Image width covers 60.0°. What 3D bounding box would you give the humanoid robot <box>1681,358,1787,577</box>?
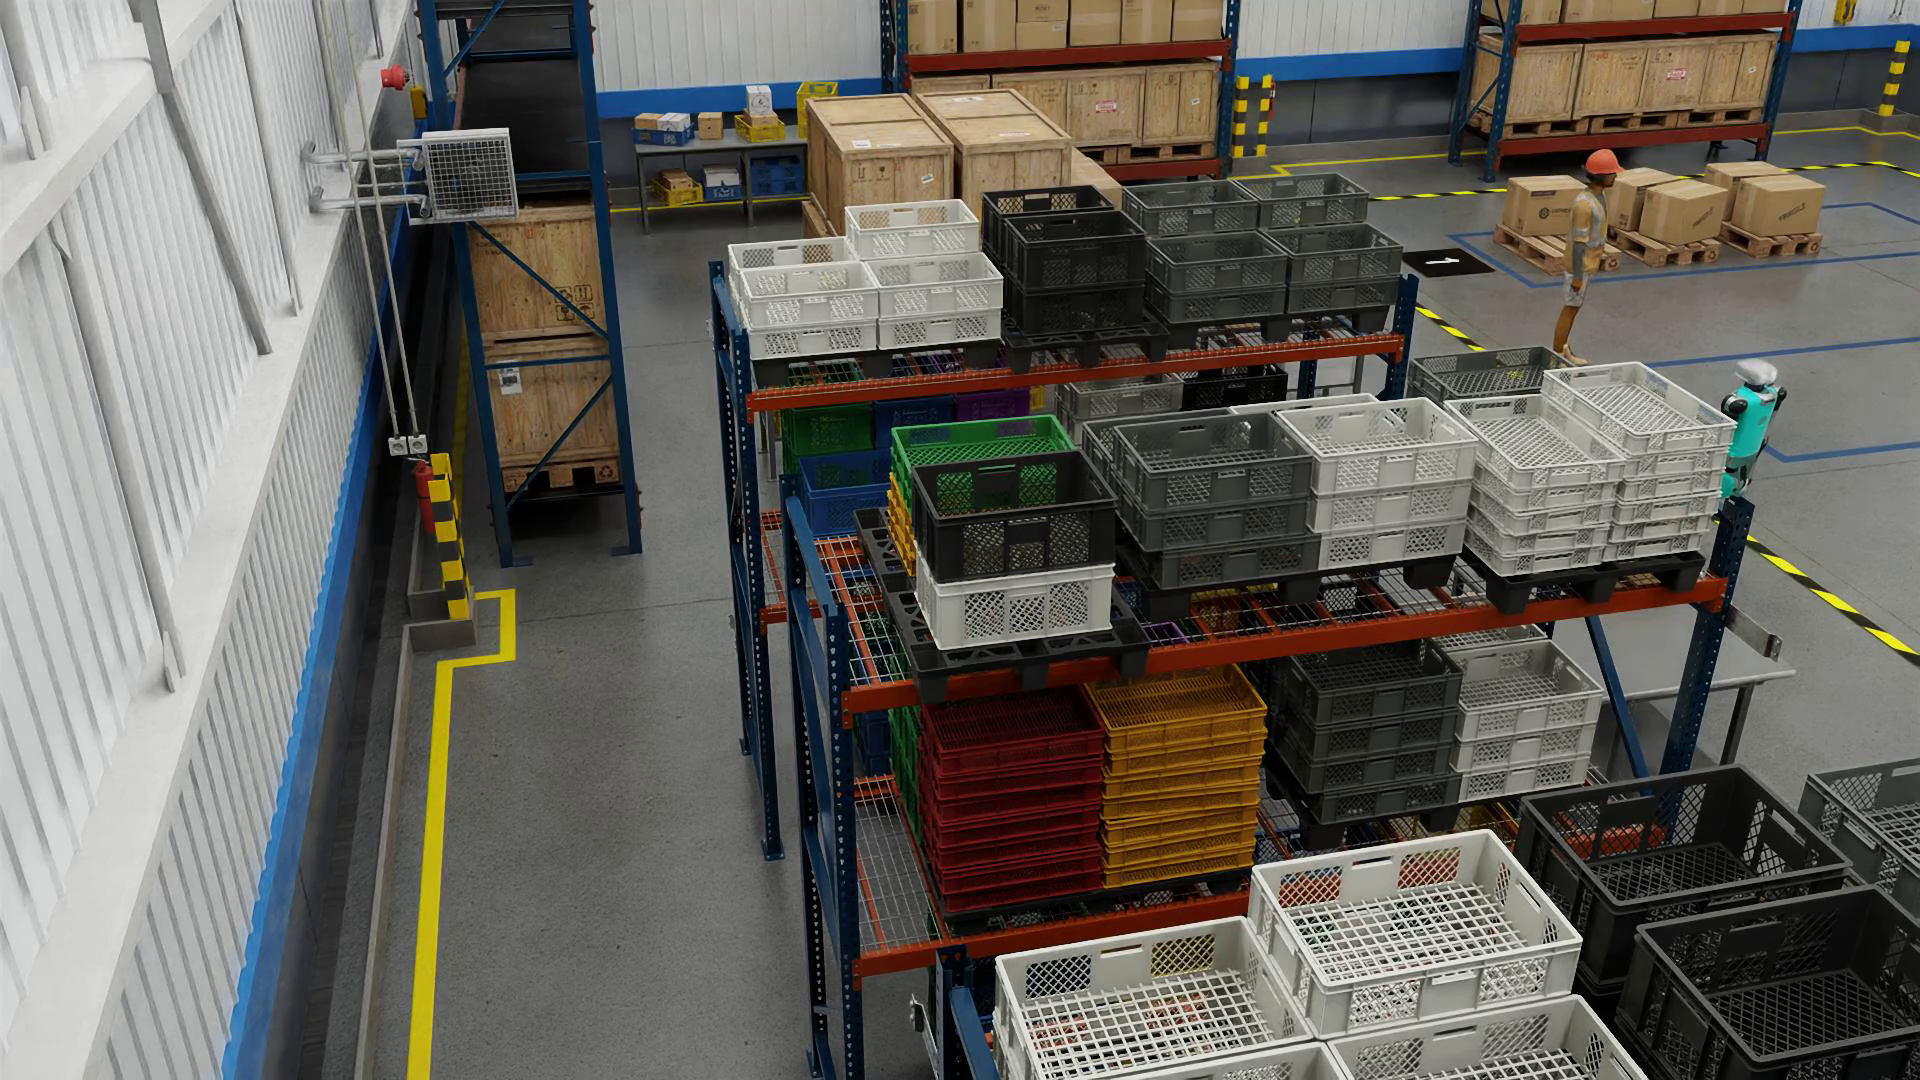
[{"bbox_3d":[5.022,-0.483,11.250,0.533,1.671,0.735,-15,31,-27],"label":"humanoid robot"}]

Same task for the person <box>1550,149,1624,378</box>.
[{"bbox_3d":[5.559,-2.458,14.804,0.362,2.048,0.609,14,31,25],"label":"person"}]

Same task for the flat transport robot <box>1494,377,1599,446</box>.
[{"bbox_3d":[4.780,-1.036,14.013,0.659,0.231,1.431,-6,28,-12],"label":"flat transport robot"}]
